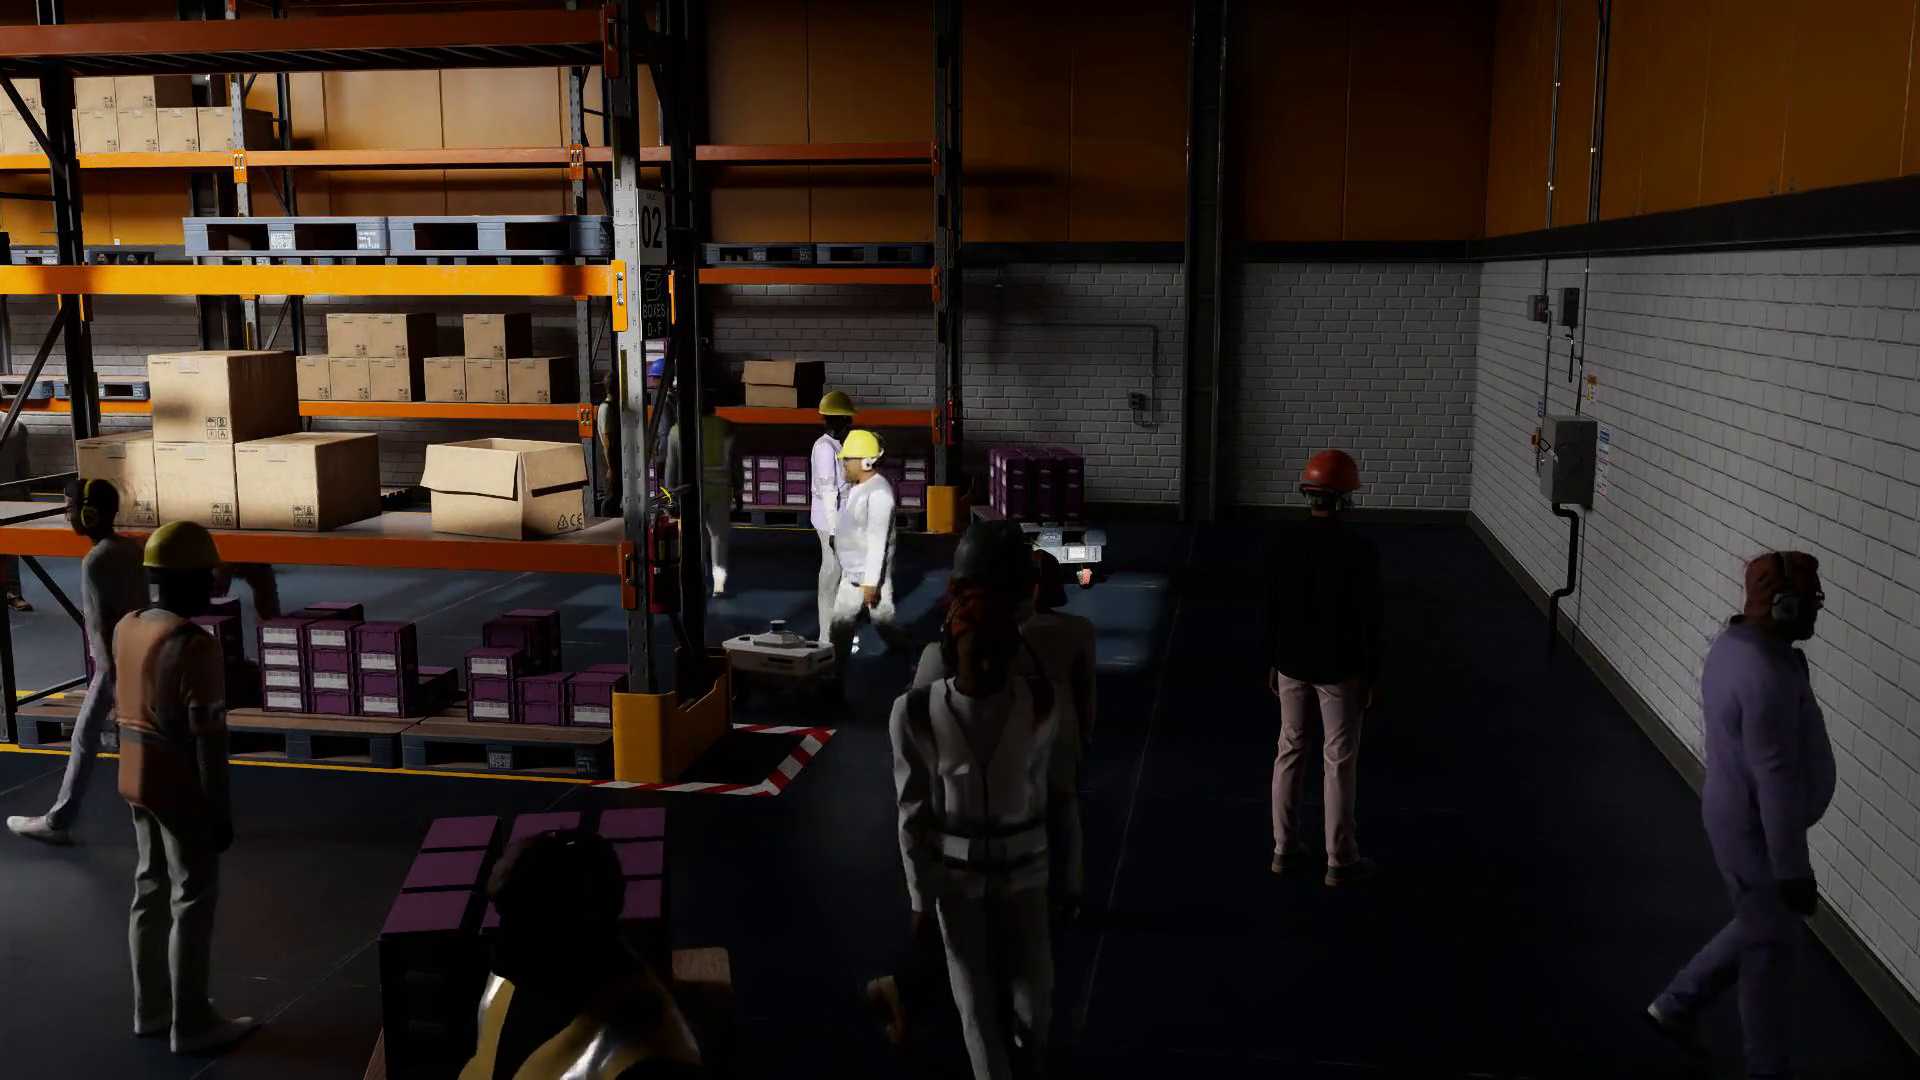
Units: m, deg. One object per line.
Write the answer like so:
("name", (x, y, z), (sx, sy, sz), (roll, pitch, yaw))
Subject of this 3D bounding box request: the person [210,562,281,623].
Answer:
("person", (-5.014, -0.018, 11.714), (0.898, 1.863, 0.667), (-2, 9, -14))

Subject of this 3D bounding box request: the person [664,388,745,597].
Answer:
("person", (-2.155, -0.369, 14.054), (0.664, 1.820, 0.434), (-3, 10, -18))

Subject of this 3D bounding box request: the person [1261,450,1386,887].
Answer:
("person", (1.665, 0.582, 7.615), (0.611, 1.995, 0.380), (8, 12, 41))

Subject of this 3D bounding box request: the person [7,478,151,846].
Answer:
("person", (-4.121, 0.603, 8.061), (0.984, 1.812, 0.512), (0, 9, 3))

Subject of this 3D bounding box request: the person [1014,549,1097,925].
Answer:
("person", (0.336, 0.849, 7.077), (0.499, 1.633, 0.286), (-2, 9, -12))

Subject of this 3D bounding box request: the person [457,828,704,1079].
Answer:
("person", (-0.647, 1.391, 3.167), (0.849, 1.817, 0.618), (-6, 11, -32))

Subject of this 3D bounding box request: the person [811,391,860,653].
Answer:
("person", (-0.919, -0.137, 12.285), (0.363, 1.928, 0.587), (0, 9, -2))

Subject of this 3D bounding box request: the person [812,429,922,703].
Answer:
("person", (-0.544, 0.176, 10.768), (0.880, 1.801, 0.598), (-4, 10, -22))

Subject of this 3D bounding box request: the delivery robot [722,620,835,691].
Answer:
("delivery robot", (-1.164, 0.758, 10.677), (0.707, 0.478, 0.477), (4, 10, 26))

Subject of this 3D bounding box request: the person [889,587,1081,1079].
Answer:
("person", (0.079, 1.042, 5.174), (0.583, 1.860, 0.475), (0, 9, 0))

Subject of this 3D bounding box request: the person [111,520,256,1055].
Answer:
("person", (-2.799, 0.883, 6.013), (0.582, 1.916, 0.421), (6, 11, 33))

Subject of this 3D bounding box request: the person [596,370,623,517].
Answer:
("person", (-3.373, -0.729, 16.221), (0.324, 1.842, 0.514), (0, 9, -2))

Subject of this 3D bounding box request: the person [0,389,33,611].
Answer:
("person", (-7.890, -0.351, 13.580), (0.372, 1.939, 0.629), (7, 12, 37))

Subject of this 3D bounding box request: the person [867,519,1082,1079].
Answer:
("person", (0.036, 0.909, 5.447), (0.730, 2.000, 0.695), (3, 10, 18))

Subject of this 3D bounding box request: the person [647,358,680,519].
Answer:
("person", (-2.895, -0.822, 16.482), (0.399, 1.942, 0.615), (1, 9, 3))

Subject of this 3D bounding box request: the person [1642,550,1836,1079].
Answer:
("person", (2.669, 0.970, 5.507), (0.516, 1.901, 0.671), (3, 10, 18))
